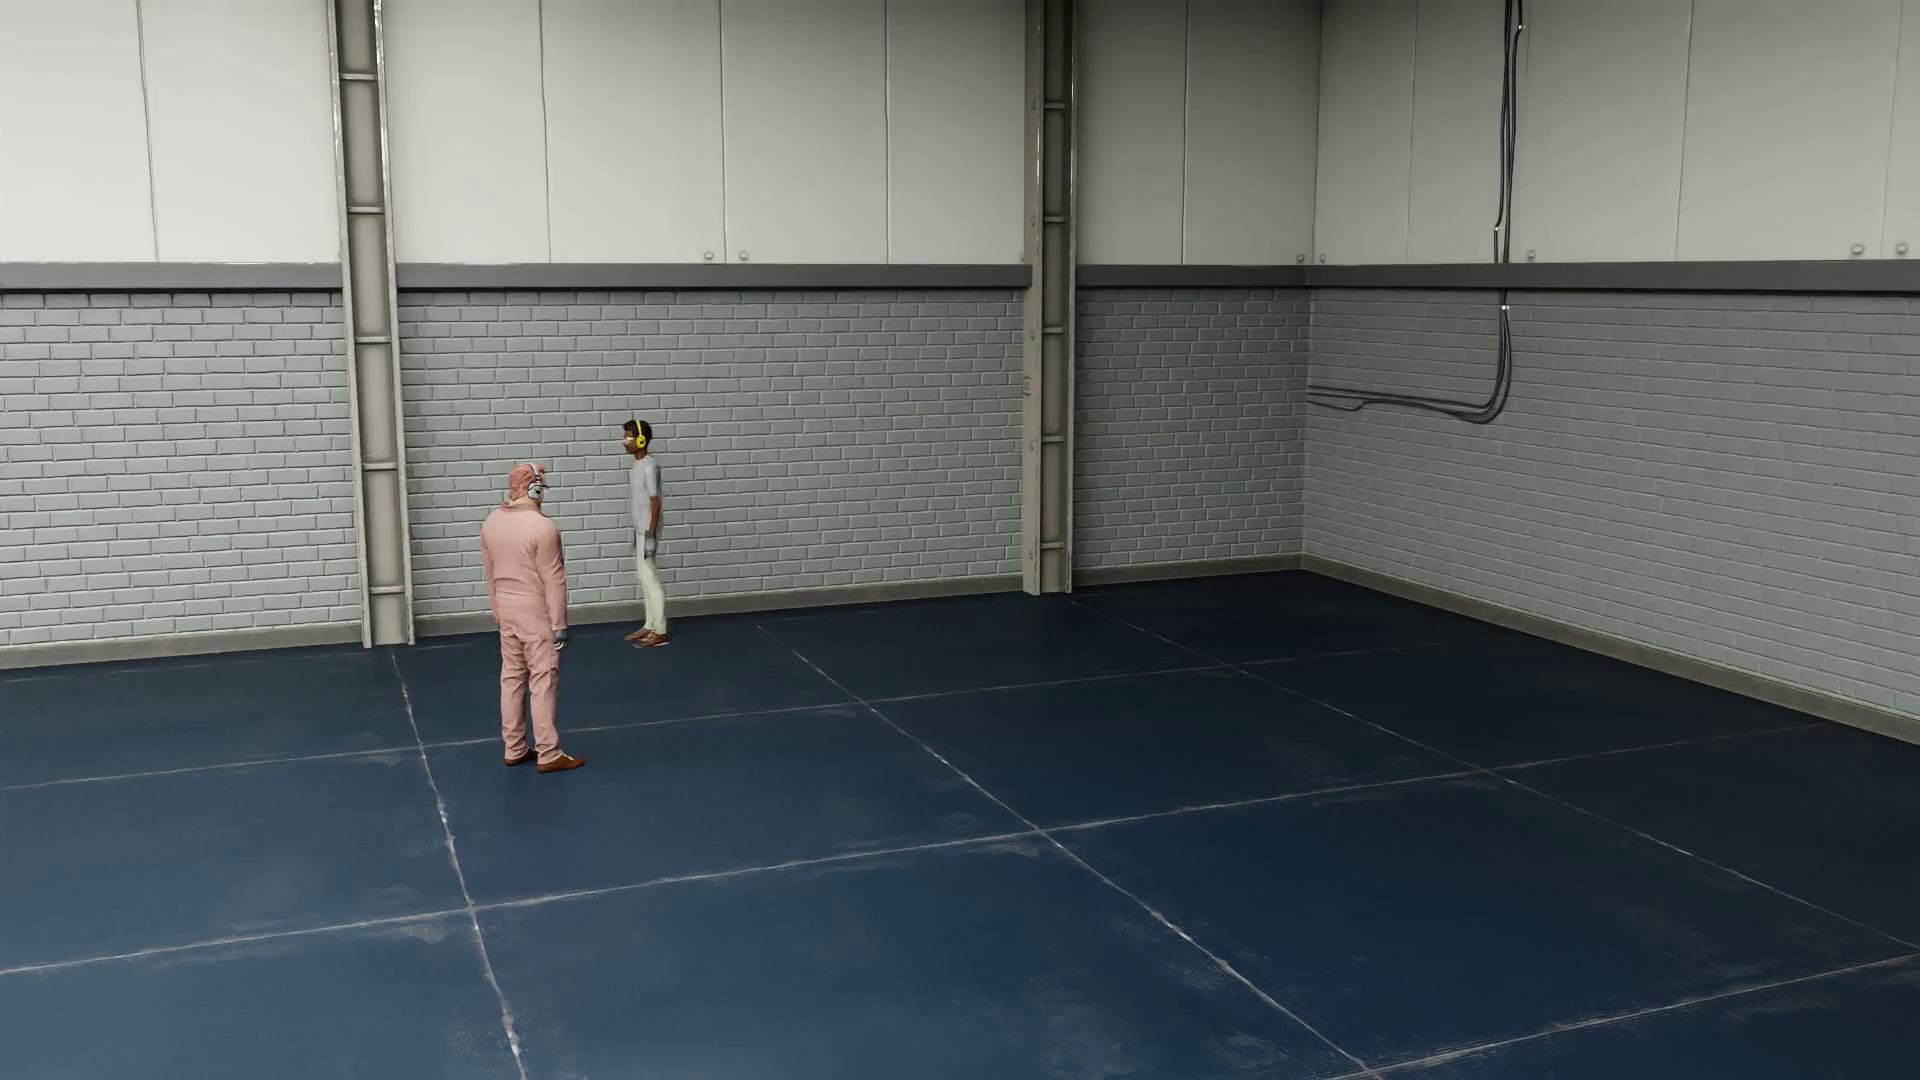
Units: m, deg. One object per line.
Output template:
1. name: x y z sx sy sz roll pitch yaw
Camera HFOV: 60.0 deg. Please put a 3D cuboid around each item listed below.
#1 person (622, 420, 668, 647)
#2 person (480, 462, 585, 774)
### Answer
1. person: -2.586 -0.055 13.613 0.310 1.864 0.533 -4 10 -21
2. person: -2.613 0.472 10.183 0.641 1.905 0.410 6 11 35
